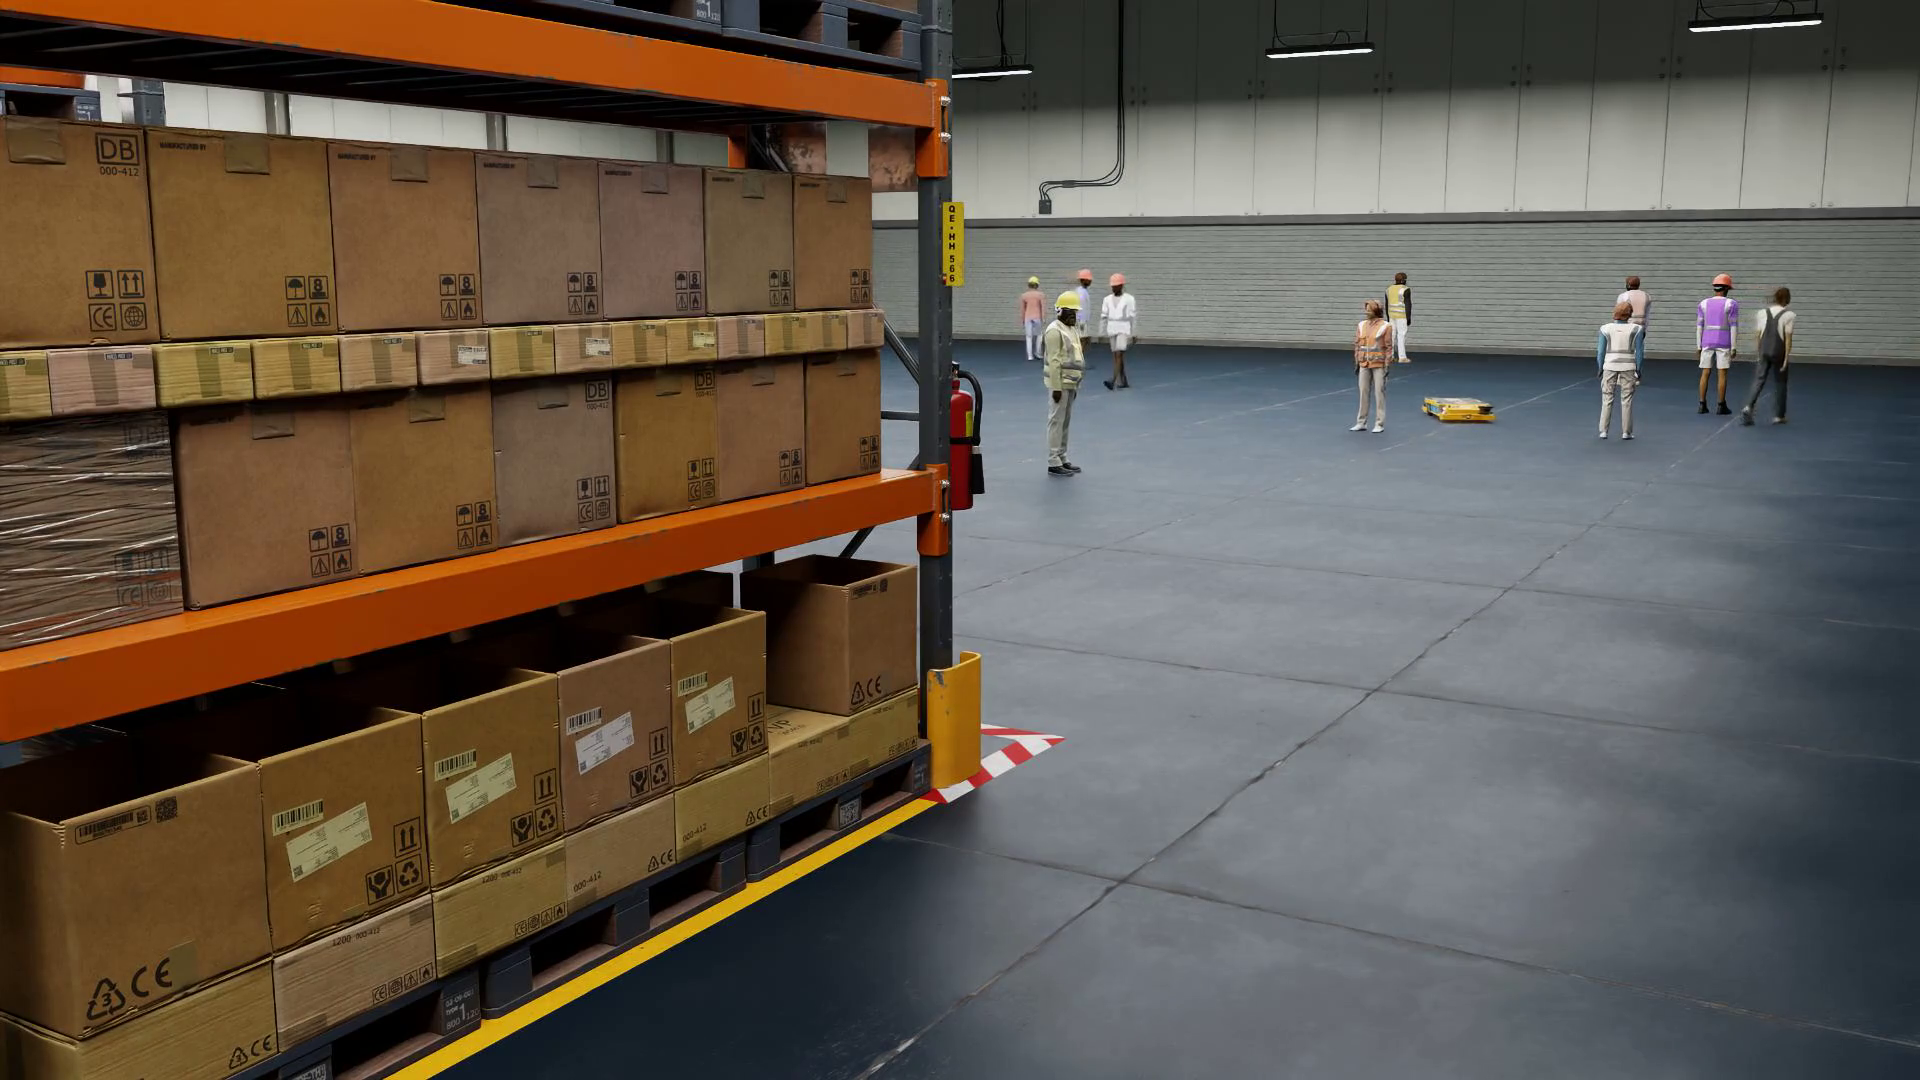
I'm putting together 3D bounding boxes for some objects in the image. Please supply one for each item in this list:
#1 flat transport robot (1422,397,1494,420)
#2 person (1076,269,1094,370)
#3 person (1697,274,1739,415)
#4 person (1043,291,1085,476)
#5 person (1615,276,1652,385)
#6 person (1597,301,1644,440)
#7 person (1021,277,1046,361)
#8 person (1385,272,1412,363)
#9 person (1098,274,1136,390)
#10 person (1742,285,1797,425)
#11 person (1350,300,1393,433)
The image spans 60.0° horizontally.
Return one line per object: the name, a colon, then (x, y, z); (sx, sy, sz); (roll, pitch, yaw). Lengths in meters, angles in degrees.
flat transport robot: (6.697, -1.774, 22.400); (0.652, 0.197, 1.431); (1, 10, 5)
person: (2.311, -4.224, 31.912); (0.543, 1.926, 0.547); (2, 10, 12)
person: (10.444, -2.693, 22.936); (0.543, 1.928, 0.373); (9, 13, 42)
person: (1.043, -1.556, 16.570); (0.404, 1.828, 0.591); (4, 10, 21)
person: (11.333, -3.537, 28.130); (0.621, 1.845, 0.429); (-2, 10, -12)
person: (7.837, -2.007, 19.763); (0.518, 1.640, 0.307); (5, 11, 28)
person: (1.557, -4.609, 34.671); (0.553, 1.737, 0.737); (3, 10, 17)
person: (9.006, -4.554, 34.086); (0.430, 1.845, 0.619); (-7, 12, -34)
person: (2.539, -3.390, 27.141); (0.572, 1.878, 1.005); (6, 11, 30)
person: (10.483, -2.383, 21.495); (0.908, 1.813, 0.516); (-9, 13, -41)
person: (5.109, -2.143, 20.570); (0.315, 1.636, 0.515); (-9, 13, -41)
